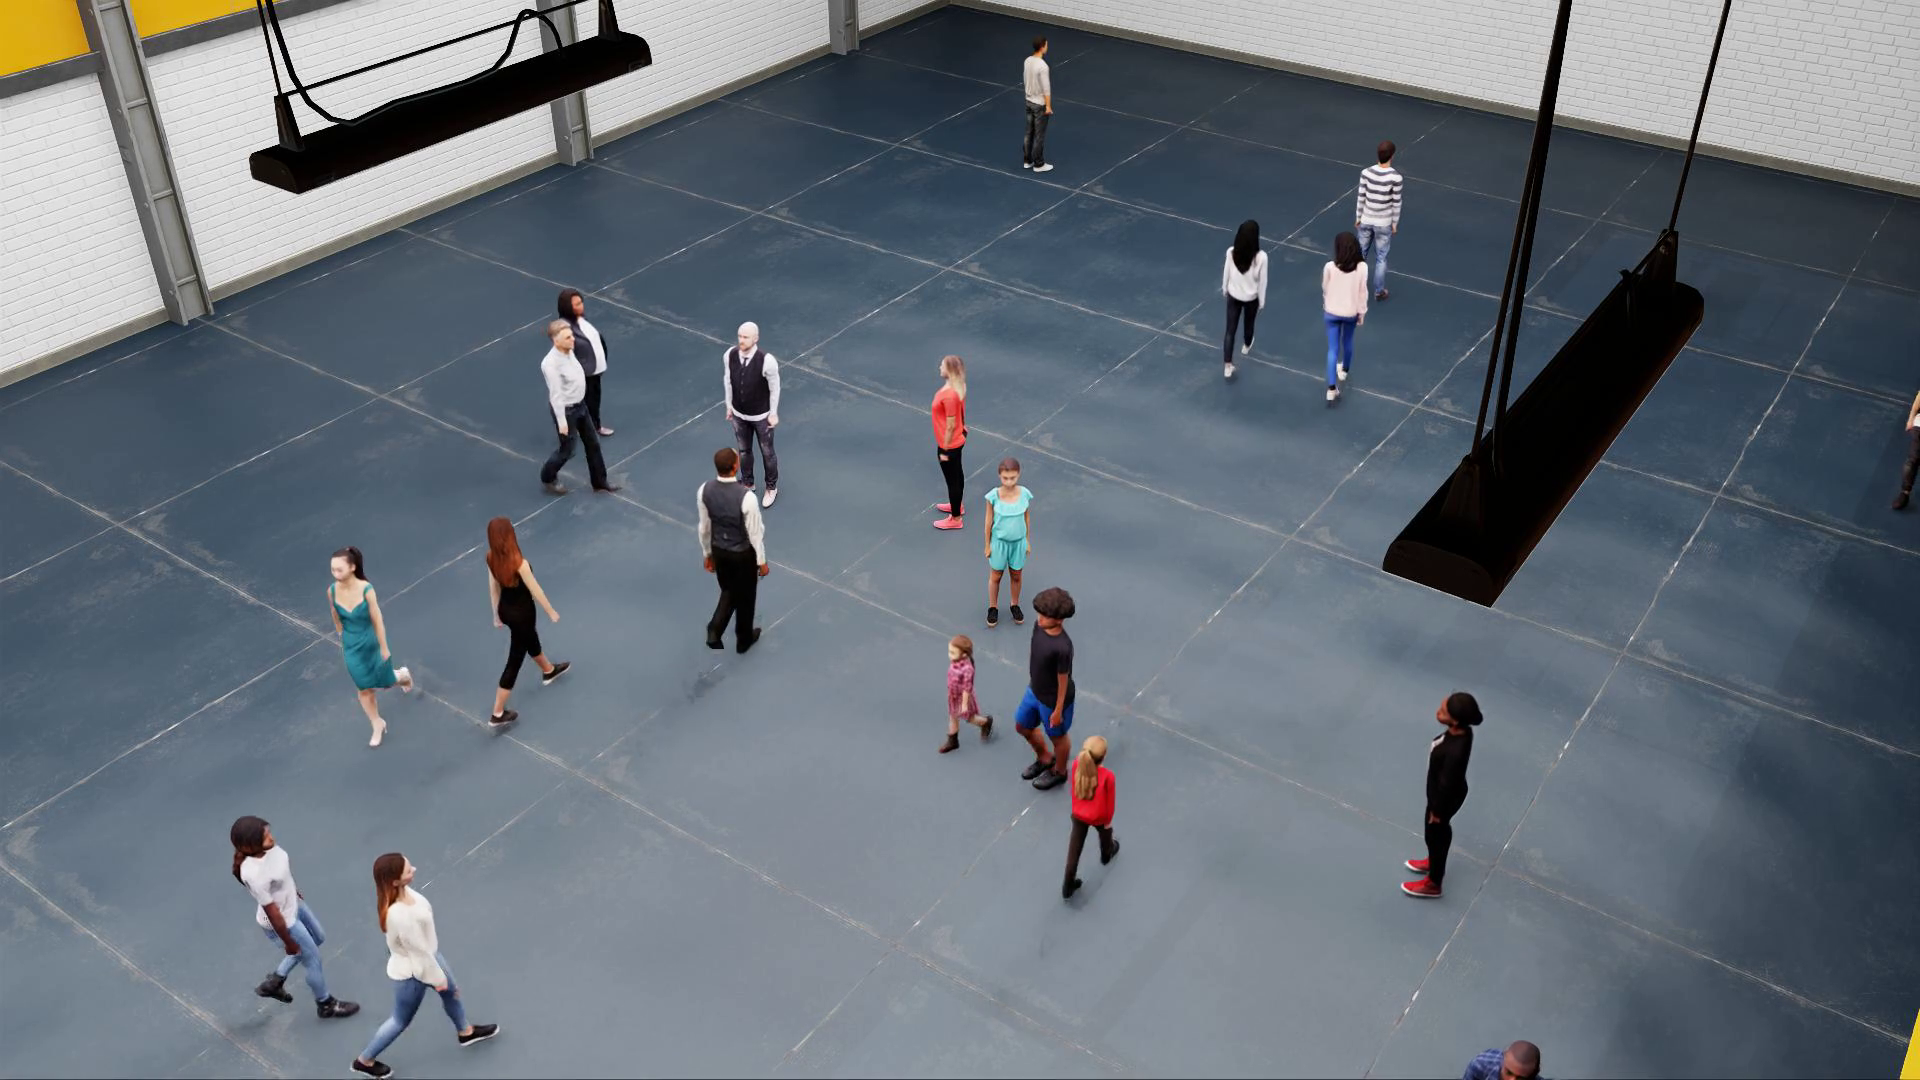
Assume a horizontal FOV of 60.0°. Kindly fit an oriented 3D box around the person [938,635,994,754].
[{"bbox_3d":[0.048,1.148,12.473,0.740,1.010,0.565,-20,38,-27],"label":"person"}]

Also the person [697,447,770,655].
[{"bbox_3d":[-1.826,0.152,13.163,0.778,1.905,0.919,14,36,21],"label":"person"}]

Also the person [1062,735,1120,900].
[{"bbox_3d":[0.847,1.864,11.179,0.547,1.251,0.904,19,38,26],"label":"person"}]

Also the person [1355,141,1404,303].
[{"bbox_3d":[4.725,-3.622,18.888,0.657,1.854,0.549,18,38,25],"label":"person"}]

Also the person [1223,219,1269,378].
[{"bbox_3d":[2.925,-2.493,17.372,0.826,1.652,1.178,12,35,17],"label":"person"}]

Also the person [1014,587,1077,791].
[{"bbox_3d":[0.724,1.054,11.917,0.764,1.783,0.740,-16,37,-22],"label":"person"}]

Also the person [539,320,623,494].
[{"bbox_3d":[-3.656,-1.200,15.293,0.984,1.800,1.055,6,34,9],"label":"person"}]

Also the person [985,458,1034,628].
[{"bbox_3d":[0.398,0.004,13.699,0.636,1.558,0.689,-4,34,-6],"label":"person"}]

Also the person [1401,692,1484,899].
[{"bbox_3d":[3.239,1.682,11.071,0.702,1.673,0.531,12,35,18],"label":"person"}]

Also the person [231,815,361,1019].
[{"bbox_3d":[-4.148,2.307,10.098,0.947,1.709,0.879,-10,35,-15],"label":"person"}]

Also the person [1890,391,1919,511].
[{"bbox_3d":[8.953,-1.072,15.180,0.706,1.710,0.826,27,42,35],"label":"person"}]

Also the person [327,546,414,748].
[{"bbox_3d":[-4.418,0.754,12.468,0.776,1.672,0.938,5,34,7],"label":"person"}]

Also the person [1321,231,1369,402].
[{"bbox_3d":[3.859,-2.241,16.931,0.943,1.720,1.142,8,34,11],"label":"person"}]

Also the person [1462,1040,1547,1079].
[{"bbox_3d":[2.816,3.179,8.702,0.708,1.803,0.742,23,40,30],"label":"person"}]

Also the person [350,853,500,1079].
[{"bbox_3d":[-3.295,2.547,9.785,1.182,1.656,1.024,-11,35,-16],"label":"person"}]

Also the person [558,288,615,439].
[{"bbox_3d":[-3.753,-1.718,16.265,0.870,1.586,0.830,7,34,11],"label":"person"}]

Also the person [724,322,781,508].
[{"bbox_3d":[-1.891,-1.162,15.214,0.748,1.823,0.688,11,35,17],"label":"person"}]

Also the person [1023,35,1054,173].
[{"bbox_3d":[1.023,-5.848,22.277,0.663,1.808,0.711,-22,40,-30],"label":"person"}]

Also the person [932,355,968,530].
[{"bbox_3d":[-0.069,-0.893,14.925,0.732,1.694,0.616,4,34,6],"label":"person"}]

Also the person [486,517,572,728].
[{"bbox_3d":[-3.420,0.644,12.623,0.572,1.683,1.141,21,39,29],"label":"person"}]
